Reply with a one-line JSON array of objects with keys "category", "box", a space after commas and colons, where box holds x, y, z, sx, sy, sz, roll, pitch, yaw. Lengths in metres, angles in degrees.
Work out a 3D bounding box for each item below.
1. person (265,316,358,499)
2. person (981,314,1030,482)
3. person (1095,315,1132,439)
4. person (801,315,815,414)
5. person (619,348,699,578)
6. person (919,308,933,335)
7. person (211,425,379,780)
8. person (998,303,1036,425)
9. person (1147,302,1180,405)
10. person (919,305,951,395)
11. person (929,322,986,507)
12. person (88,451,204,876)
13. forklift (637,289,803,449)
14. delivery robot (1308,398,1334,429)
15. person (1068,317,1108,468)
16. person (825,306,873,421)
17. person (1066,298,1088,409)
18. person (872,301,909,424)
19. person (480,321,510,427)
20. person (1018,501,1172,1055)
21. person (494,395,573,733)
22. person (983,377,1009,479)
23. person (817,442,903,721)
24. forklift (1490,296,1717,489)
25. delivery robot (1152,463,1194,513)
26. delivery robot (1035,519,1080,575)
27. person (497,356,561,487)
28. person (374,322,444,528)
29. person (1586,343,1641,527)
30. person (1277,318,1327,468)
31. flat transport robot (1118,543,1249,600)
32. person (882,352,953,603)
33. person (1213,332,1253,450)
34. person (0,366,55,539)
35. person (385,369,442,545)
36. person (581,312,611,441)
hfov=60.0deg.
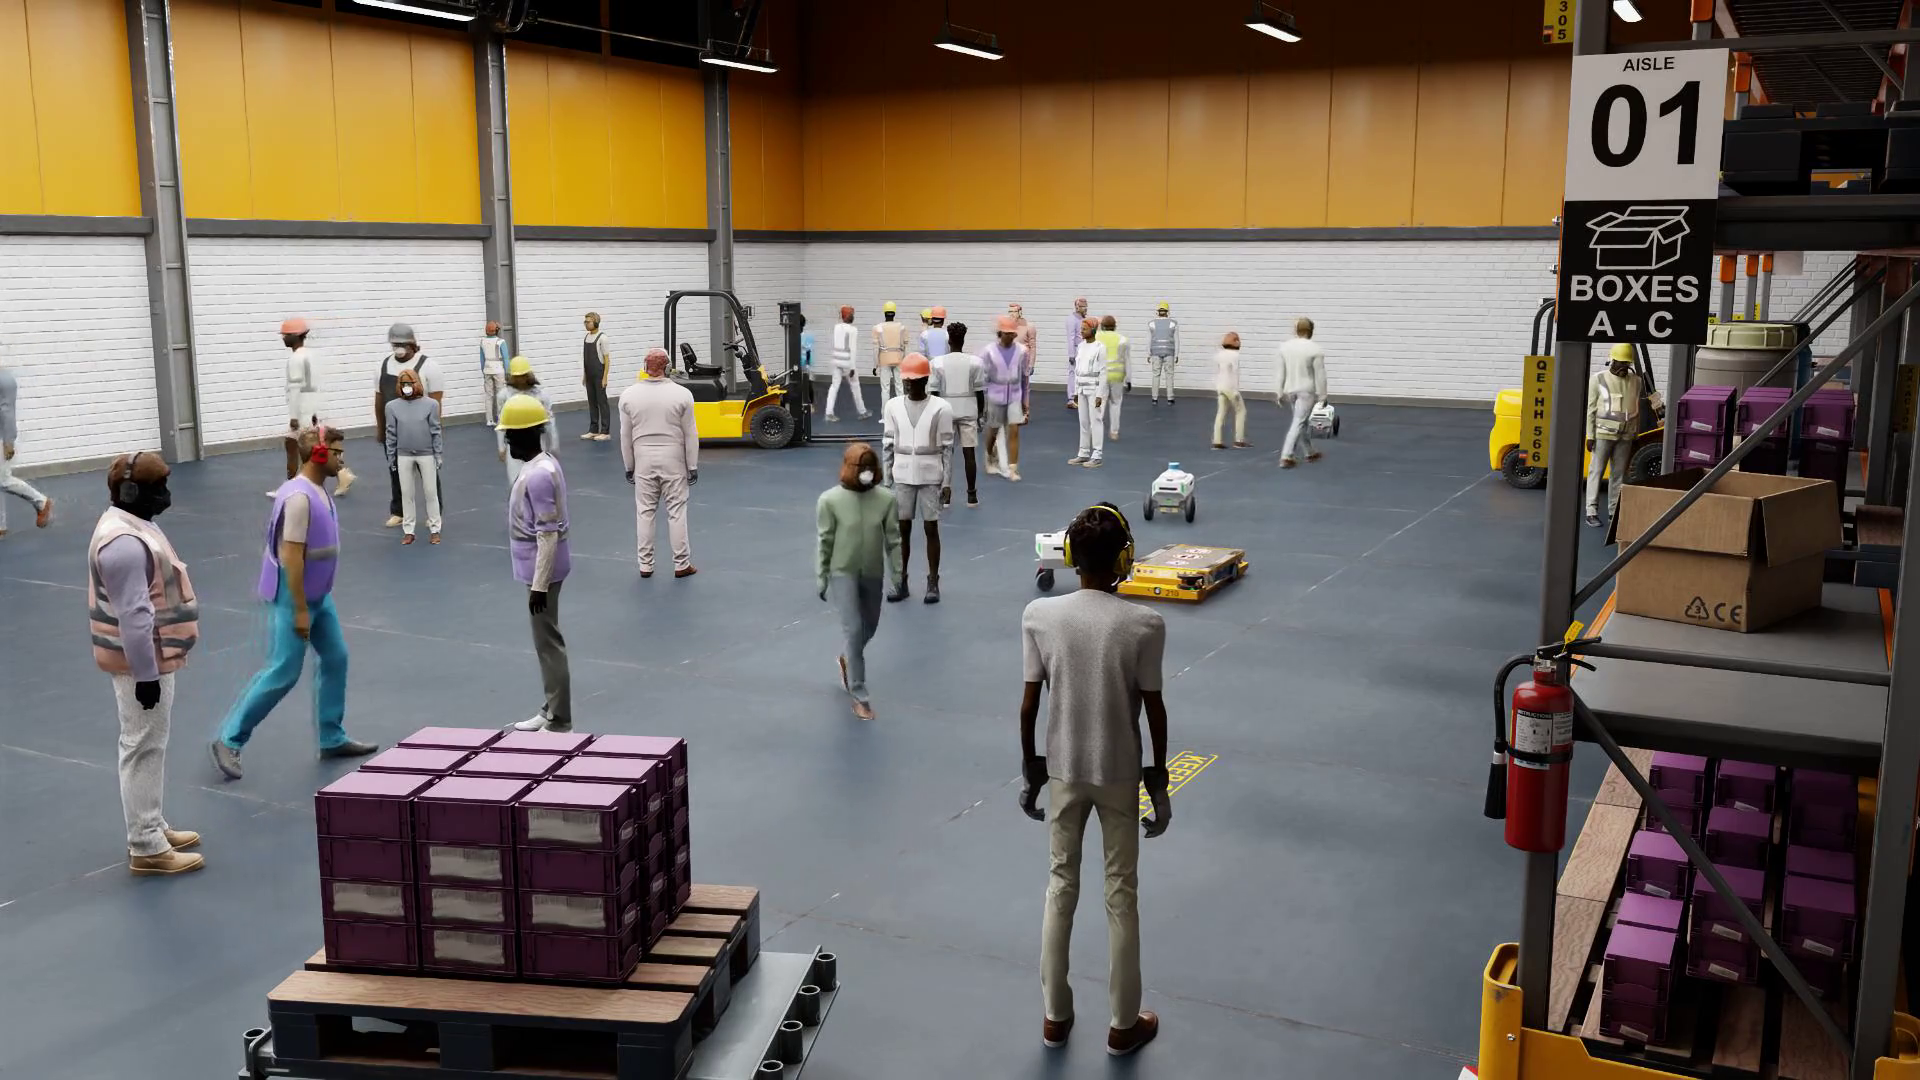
[{"category": "person", "box": [-7.112, -1.435, 18.143, 0.940, 2.012, 0.617, -2, 10, -11]}, {"category": "person", "box": [0.495, -1.708, 19.821, 0.629, 1.994, 0.953, -2, 10, -12]}, {"category": "person", "box": [2.121, -2.311, 23.802, 0.660, 1.811, 0.765, 1, 10, 6]}, {"category": "person", "box": [-2.677, -2.919, 27.672, 0.543, 1.679, 0.576, 9, 13, 41]}, {"category": "person", "box": [-2.471, -0.631, 13.774, 0.646, 1.908, 0.408, 0, 10, 2]}, {"category": "person", "box": [-0.548, -2.993, 27.859, 0.330, 1.765, 0.533, -1, 10, -5]}, {"category": "person", "box": [-3.516, 0.307, 8.673, 0.748, 1.808, 0.603, -1, 10, -7]}, {"category": "person", "box": [0.862, -2.761, 26.101, 0.651, 1.906, 0.404, 5, 11, 25]}, {"category": "person", "box": [3.606, -3.309, 29.517, 0.586, 1.824, 0.403, 2, 10, 12]}, {"category": "person", "box": [-0.315, -2.382, 23.818, 0.546, 1.939, 0.375, 1, 10, 6]}, {"category": "person", "box": [-0.032, -1.318, 17.577, 0.602, 1.966, 0.368, -1, 10, -4]}, {"category": "person", "box": [-3.539, 0.527, 7.260, 0.428, 1.840, 0.631, -5, 11, -25]}, {"category": "forklift", "box": [-3.358, -2.392, 23.136, 2.313, 2.155, 1.214, -1, 10, -5]}, {"category": "delivery robot", "box": [5.301, -1.837, 24.393, 0.477, 0.478, 0.707, 3, 10, 15]}, {"category": "person", "box": [1.622, -1.855, 20.931, 0.355, 1.882, 0.576, -6, 12, -32]}, {"category": "person", "box": [-1.834, -2.820, 26.670, 0.594, 1.840, 0.978, 8, 12, 38]}, {"category": "person", "box": [2.081, -3.219, 28.759, 0.402, 1.906, 0.652, 6, 11, 29]}, {"category": "person", "box": [-1.101, -2.781, 26.157, 0.589, 1.927, 0.388, -3, 10, -17]}, {"category": "person", "box": [-7.187, -2.563, 25.724, 0.514, 1.642, 0.307, 4, 11, 21]}, {"category": "person", "box": [0.455, 0.800, 5.594, 0.531, 1.870, 0.317, 3, 10, 18]}, {"category": "person", "box": [-2.319, 0.167, 9.096, 0.372, 1.923, 0.594, -3, 10, -15]}, {"category": "person", "box": [0.508, -1.563, 20.016, 0.533, 1.613, 0.702, -7, 12, -37]}, {"category": "person", "box": [-0.618, 0.201, 9.847, 0.508, 1.609, 0.765, -4, 11, -23]}, {"category": "forklift", "box": [7.296, -1.677, 18.993, 2.313, 2.155, 1.214, 5, 11, 27]}, {"category": "delivery robot", "box": [2.162, -0.536, 16.860, 0.477, 0.478, 0.707, 3, 10, 15]}, {"category": "delivery robot", "box": [0.957, 0.071, 13.346, 0.707, 0.478, 0.477, 0, 10, 2]}, {"category": "person", "box": [-4.062, -0.872, 15.681, 0.590, 1.717, 0.429, -3, 10, -15]}, {"category": "person", "box": [-5.403, -1.124, 16.240, 0.692, 2.000, 0.537, 1, 10, 6]}, {"category": "person", "box": [6.436, -1.037, 16.367, 0.588, 1.823, 0.403, -2, 10, -11]}, {"category": "person", "box": [4.336, -1.858, 20.989, 1.066, 1.877, 0.641, -8, 13, -40]}, {"category": "flat transport robot", "box": [1.827, 0.241, 13.452, 0.652, 0.197, 1.431, 5, 11, 25]}, {"category": "person", "box": [-0.333, -0.471, 12.764, 0.552, 1.932, 0.377, 2, 10, 12]}, {"category": "person", "box": [3.757, -2.040, 22.759, 0.664, 1.605, 0.513, -4, 11, -23]}, {"category": "person", "box": [-8.975, -0.948, 15.581, 0.634, 1.914, 0.666, 6, 11, 29]}, {"category": "person", "box": [-5.034, -0.764, 15.357, 0.503, 1.627, 0.290, -1, 10, -7]}, {"category": "person", "box": [-5.237, -2.344, 23.865, 0.513, 1.845, 0.335, 8, 13, 38]}]
